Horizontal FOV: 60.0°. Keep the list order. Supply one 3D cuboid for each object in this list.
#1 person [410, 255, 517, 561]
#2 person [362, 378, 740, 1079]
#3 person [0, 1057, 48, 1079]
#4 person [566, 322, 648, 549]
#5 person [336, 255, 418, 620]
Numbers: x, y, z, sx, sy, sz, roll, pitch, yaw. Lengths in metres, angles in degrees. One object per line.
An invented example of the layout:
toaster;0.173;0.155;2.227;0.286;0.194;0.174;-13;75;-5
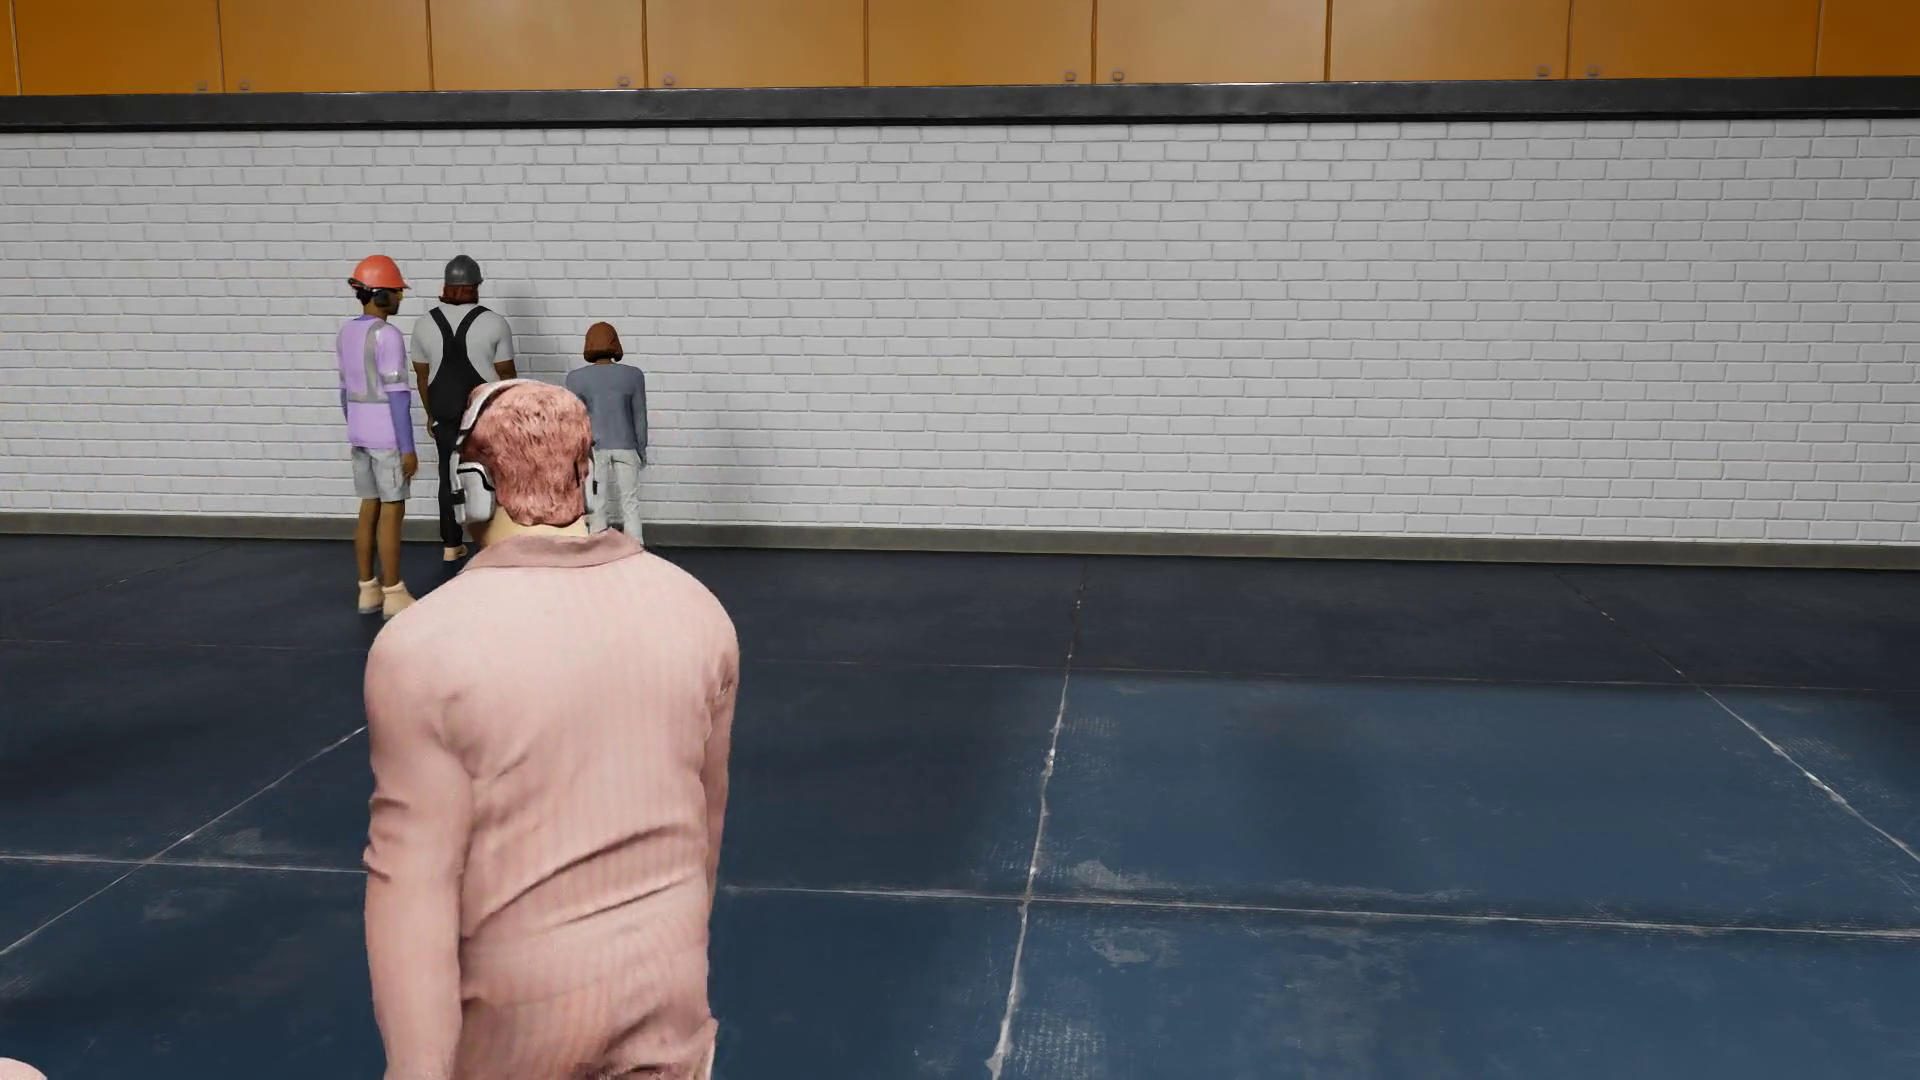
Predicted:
person;-3.258;-0.874;11.116;0.682;2.000;0.537;1;10;5
person;-0.656;0.693;2.623;0.690;1.877;0.725;9;13;41
person;-0.968;0.945;1.487;0.535;1.767;0.316;1;10;6
person;-2.187;-0.537;10.348;0.497;1.633;0.279;-4;11;-21
person;-3.243;-0.575;9.397;0.613;2.041;0.390;9;14;43
